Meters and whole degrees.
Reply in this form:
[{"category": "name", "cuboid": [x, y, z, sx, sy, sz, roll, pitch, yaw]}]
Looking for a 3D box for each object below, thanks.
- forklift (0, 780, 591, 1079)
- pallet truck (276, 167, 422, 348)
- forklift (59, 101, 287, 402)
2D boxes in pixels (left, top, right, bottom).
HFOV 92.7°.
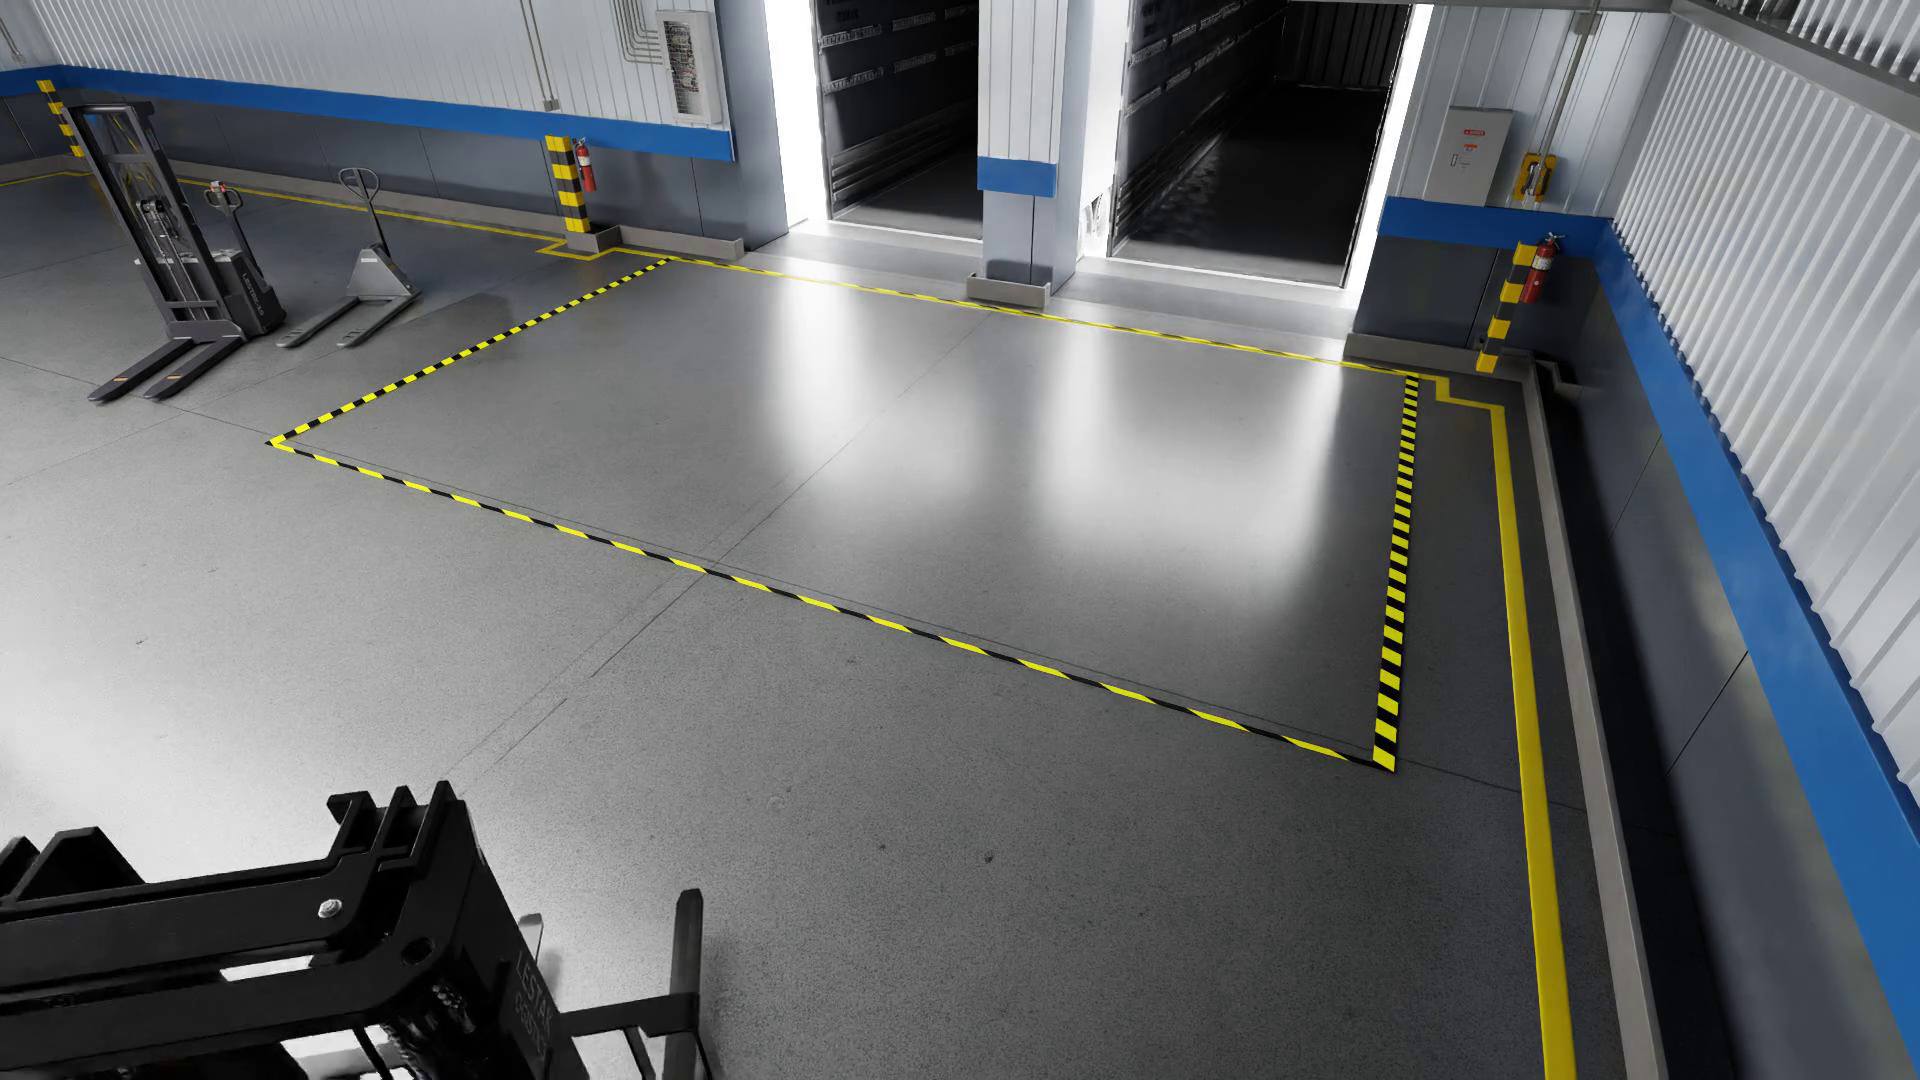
[{"category": "forklift", "cuboid": [-0.903, 1.898, 0.995, 1.157, 2.036, 2.680, -6, 35, -8]}, {"category": "pallet truck", "cuboid": [-5.732, -2.611, 8.414, 0.680, 1.201, 1.601, -1, 35, -1]}, {"category": "forklift", "cuboid": [-6.686, -2.387, 7.434, 0.823, 1.965, 1.885, -3, 35, -5]}]
